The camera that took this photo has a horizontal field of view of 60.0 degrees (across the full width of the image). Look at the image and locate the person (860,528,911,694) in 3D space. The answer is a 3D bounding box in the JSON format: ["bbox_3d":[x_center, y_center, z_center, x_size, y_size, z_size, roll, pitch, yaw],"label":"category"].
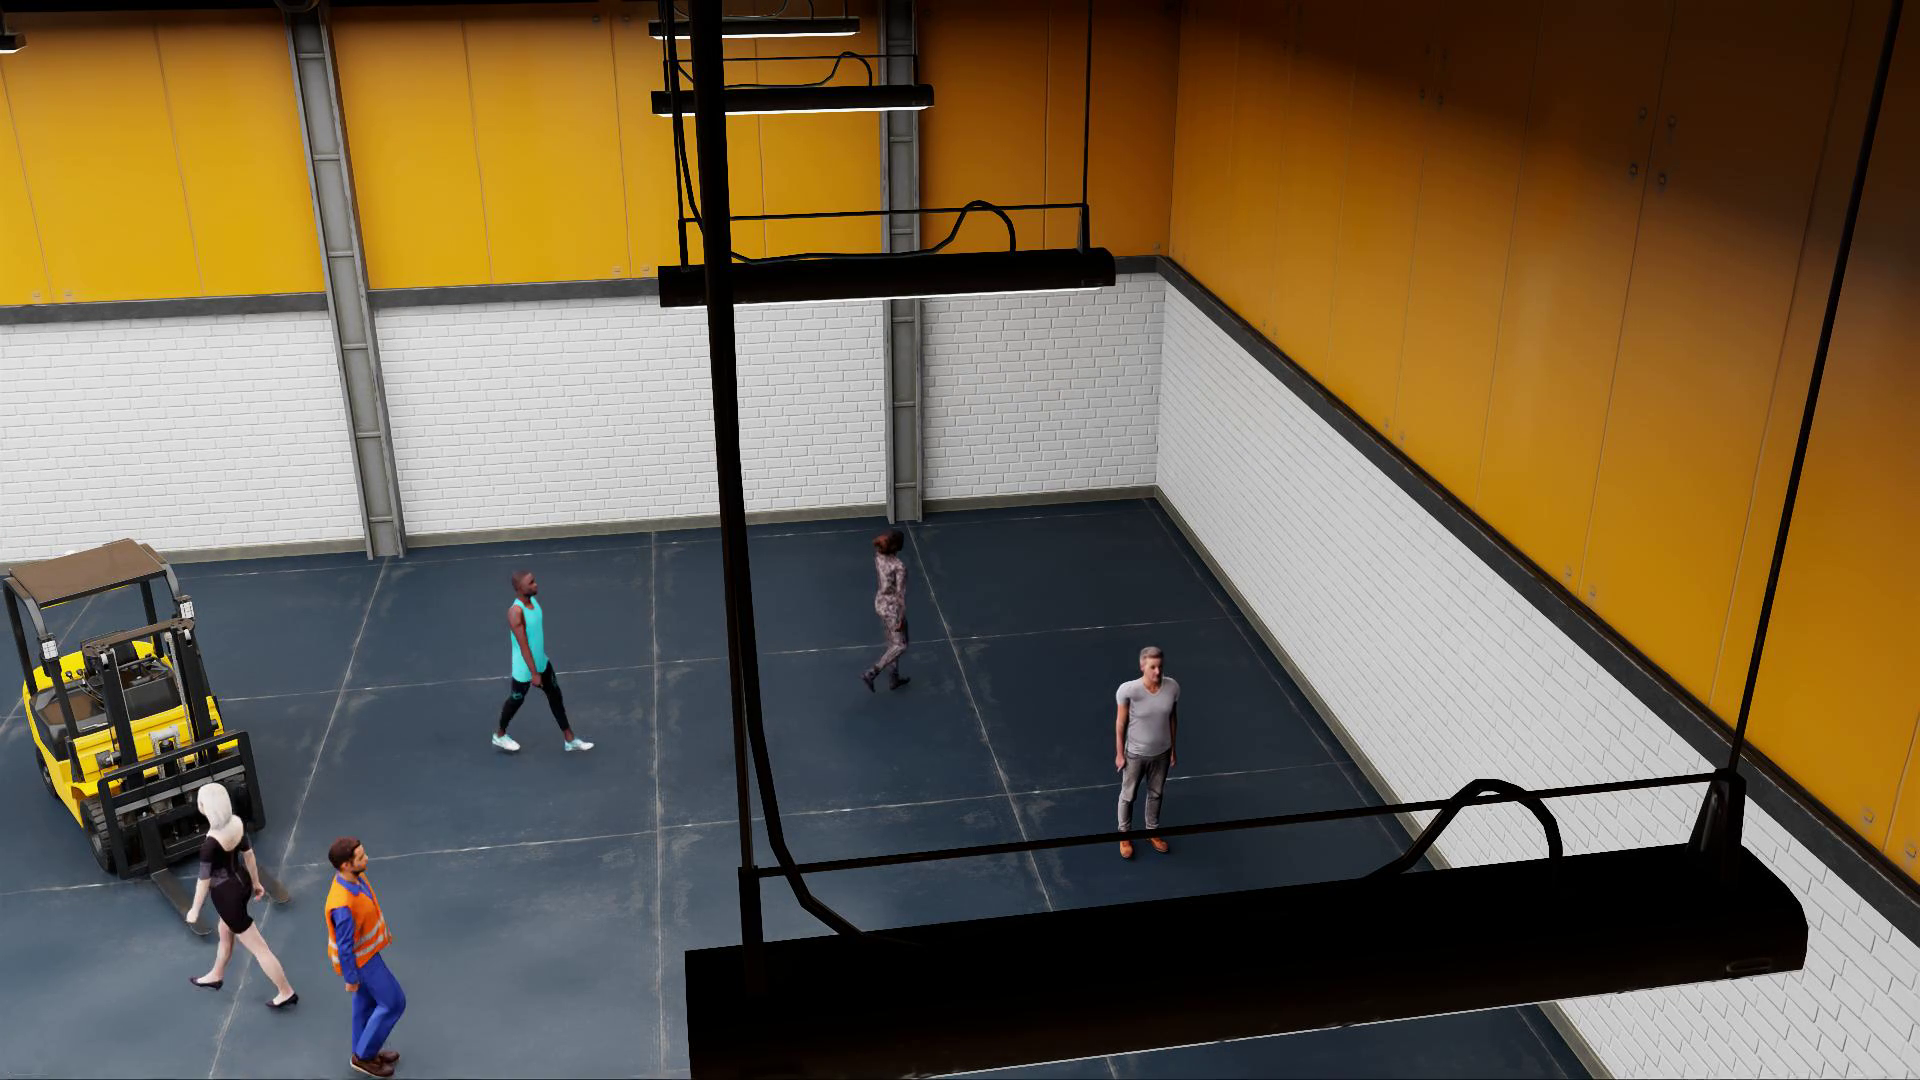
[{"bbox_3d":[-0.709,0.703,15.733,0.971,1.702,0.832,-20,30,-37],"label":"person"}]

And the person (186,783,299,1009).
[{"bbox_3d":[-4.915,2.506,11.491,1.138,1.795,0.790,2,24,4],"label":"person"}]

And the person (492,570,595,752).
[{"bbox_3d":[-3.894,1.122,14.693,1.258,1.768,0.940,5,24,10],"label":"person"}]

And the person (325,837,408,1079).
[{"bbox_3d":[-4.005,2.748,10.871,0.692,1.849,0.723,-7,24,-15],"label":"person"}]

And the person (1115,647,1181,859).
[{"bbox_3d":[1.491,1.673,13.350,0.541,1.834,0.779,-7,25,-16],"label":"person"}]
